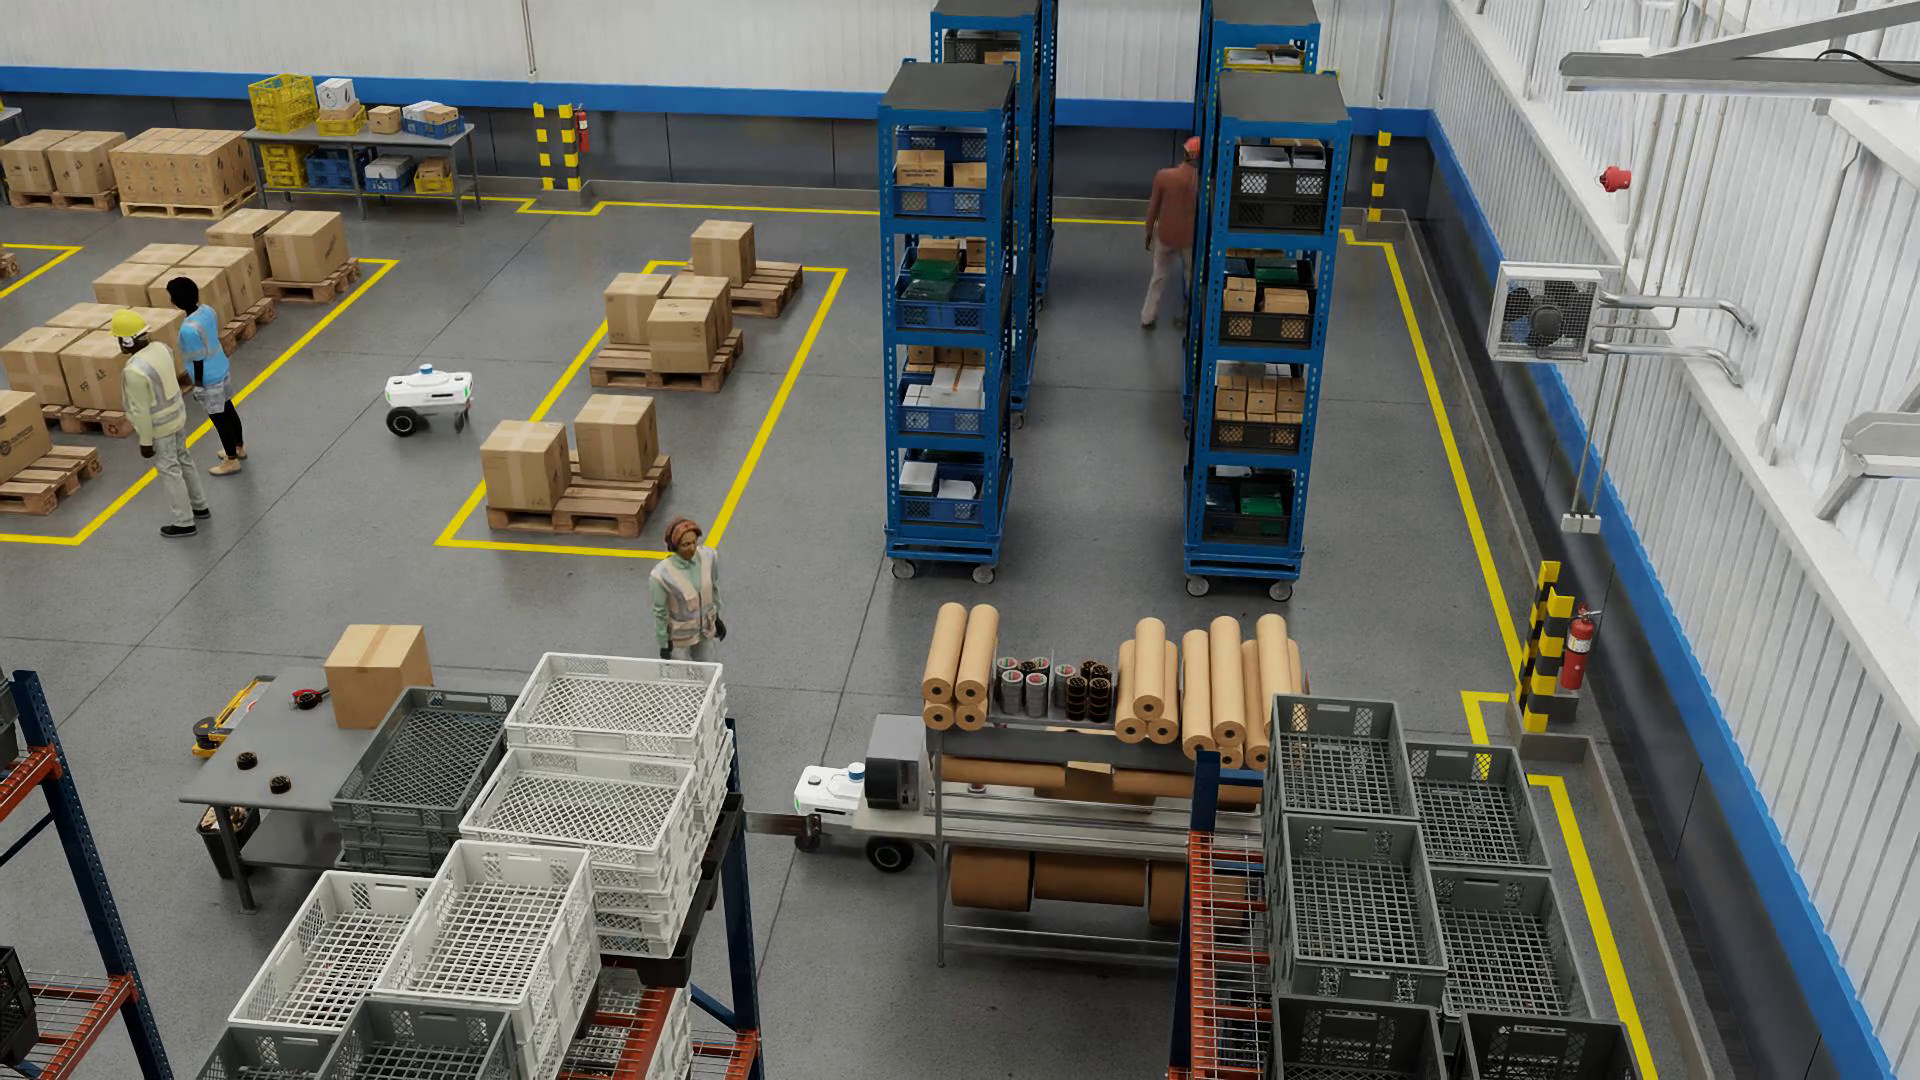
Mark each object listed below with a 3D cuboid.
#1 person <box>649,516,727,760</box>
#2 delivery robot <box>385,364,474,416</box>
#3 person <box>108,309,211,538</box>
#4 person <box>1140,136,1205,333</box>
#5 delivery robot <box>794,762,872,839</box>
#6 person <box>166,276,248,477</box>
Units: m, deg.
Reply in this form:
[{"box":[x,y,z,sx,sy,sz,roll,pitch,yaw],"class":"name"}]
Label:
[{"box":[-1.669,0.579,10.297,0.315,1.641,0.515,25,38,36],"class":"person"},{"box":[-4.618,-1.297,14.504,0.707,0.478,0.477,-5,31,-8],"class":"delivery robot"},{"box":[-6.098,-0.892,12.650,0.403,1.825,0.599,-1,30,-2],"class":"person"},{"box":[2.091,-2.933,16.029,0.643,1.951,0.410,4,31,8],"class":"person"},{"box":[-0.594,1.514,9.675,0.707,0.478,0.477,6,31,10],"class":"delivery robot"},{"box":[-6.124,-1.340,13.544,0.319,1.692,0.533,-3,30,-5],"class":"person"}]
